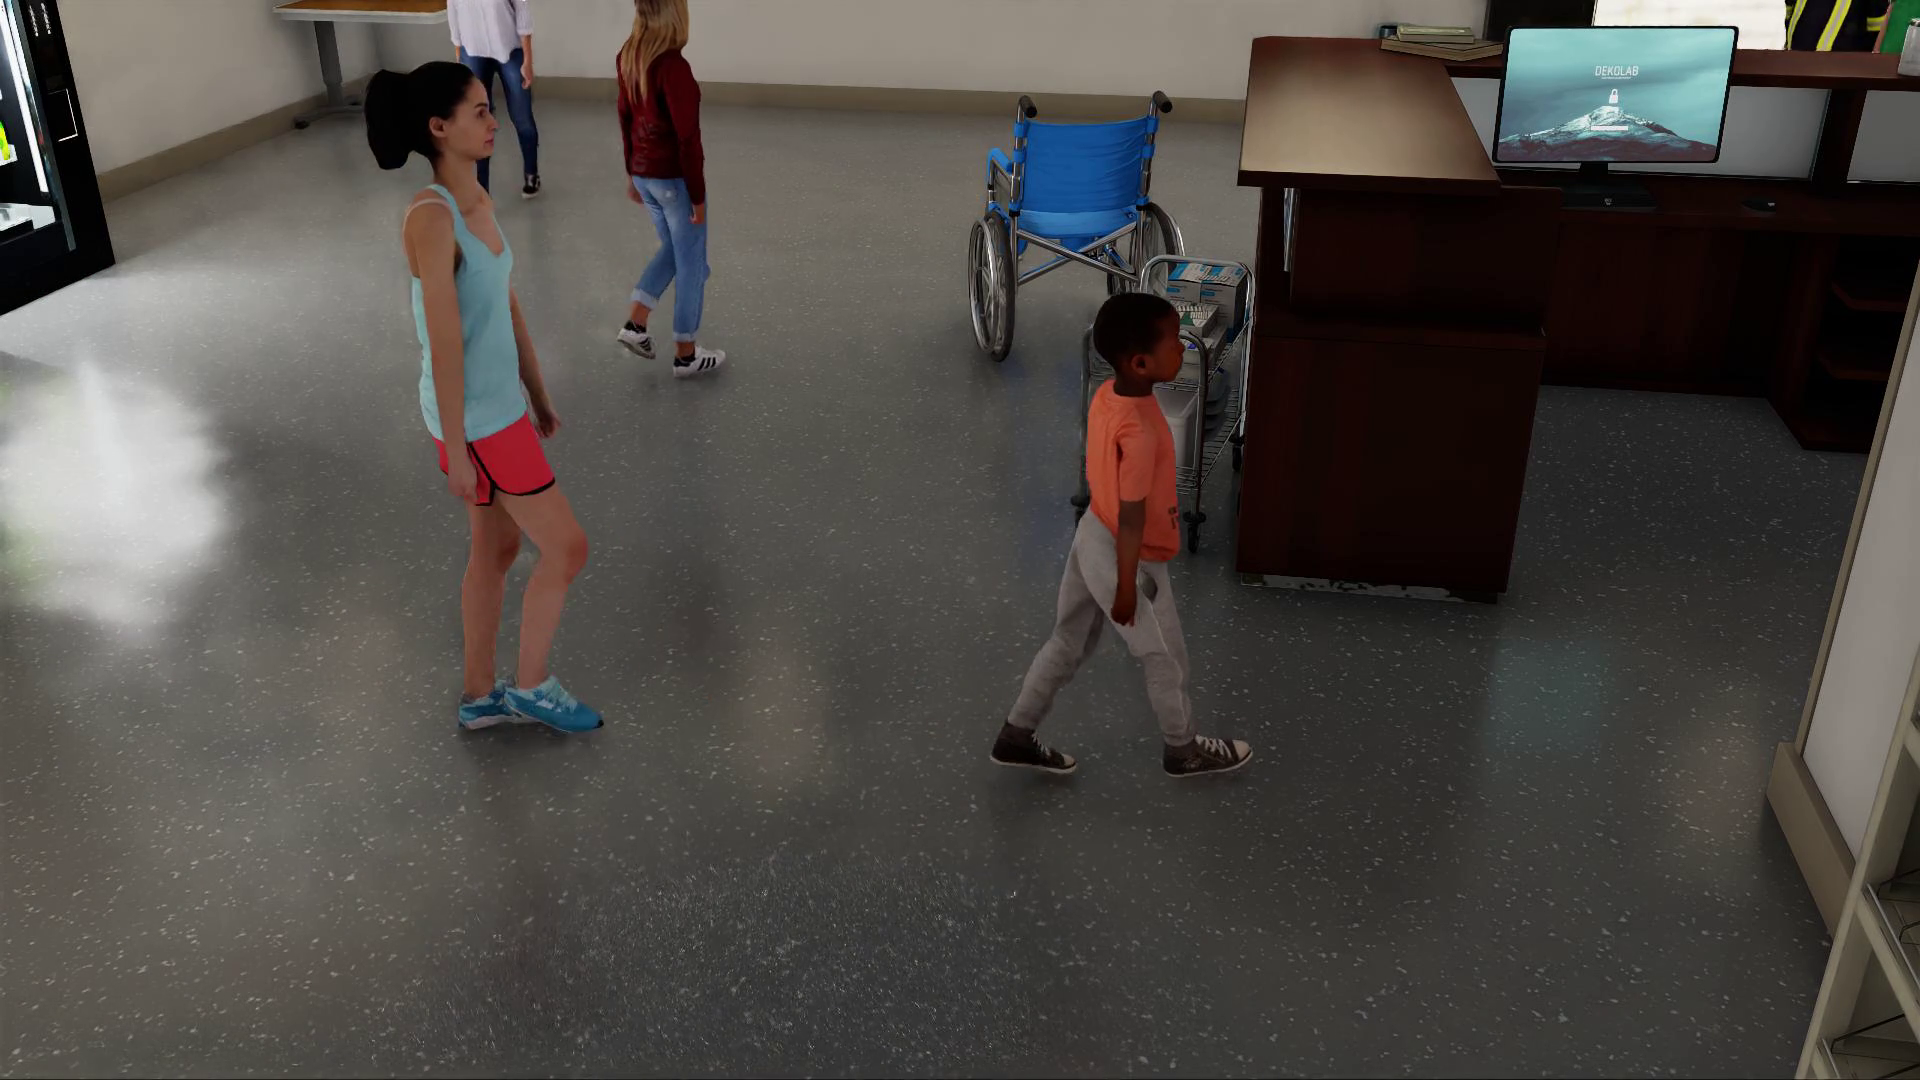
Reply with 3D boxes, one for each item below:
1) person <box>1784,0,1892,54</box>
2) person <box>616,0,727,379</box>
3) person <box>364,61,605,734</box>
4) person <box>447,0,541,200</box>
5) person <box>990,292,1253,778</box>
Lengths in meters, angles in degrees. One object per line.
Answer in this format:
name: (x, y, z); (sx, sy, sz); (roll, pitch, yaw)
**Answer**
person: (4.685, -2.727, 9.037); (1.097, 1.905, 1.063); (-10, 28, -21)
person: (-1.220, -1.412, 6.634); (0.782, 1.623, 0.843); (23, 34, 39)
person: (-1.265, -0.278, 4.136); (0.729, 1.752, 0.652); (-1, 26, -2)
person: (-2.547, -2.698, 9.244); (0.774, 1.674, 1.143); (0, 26, 0)
person: (0.323, 0.036, 4.017); (0.770, 1.290, 0.892); (-5, 26, -10)
